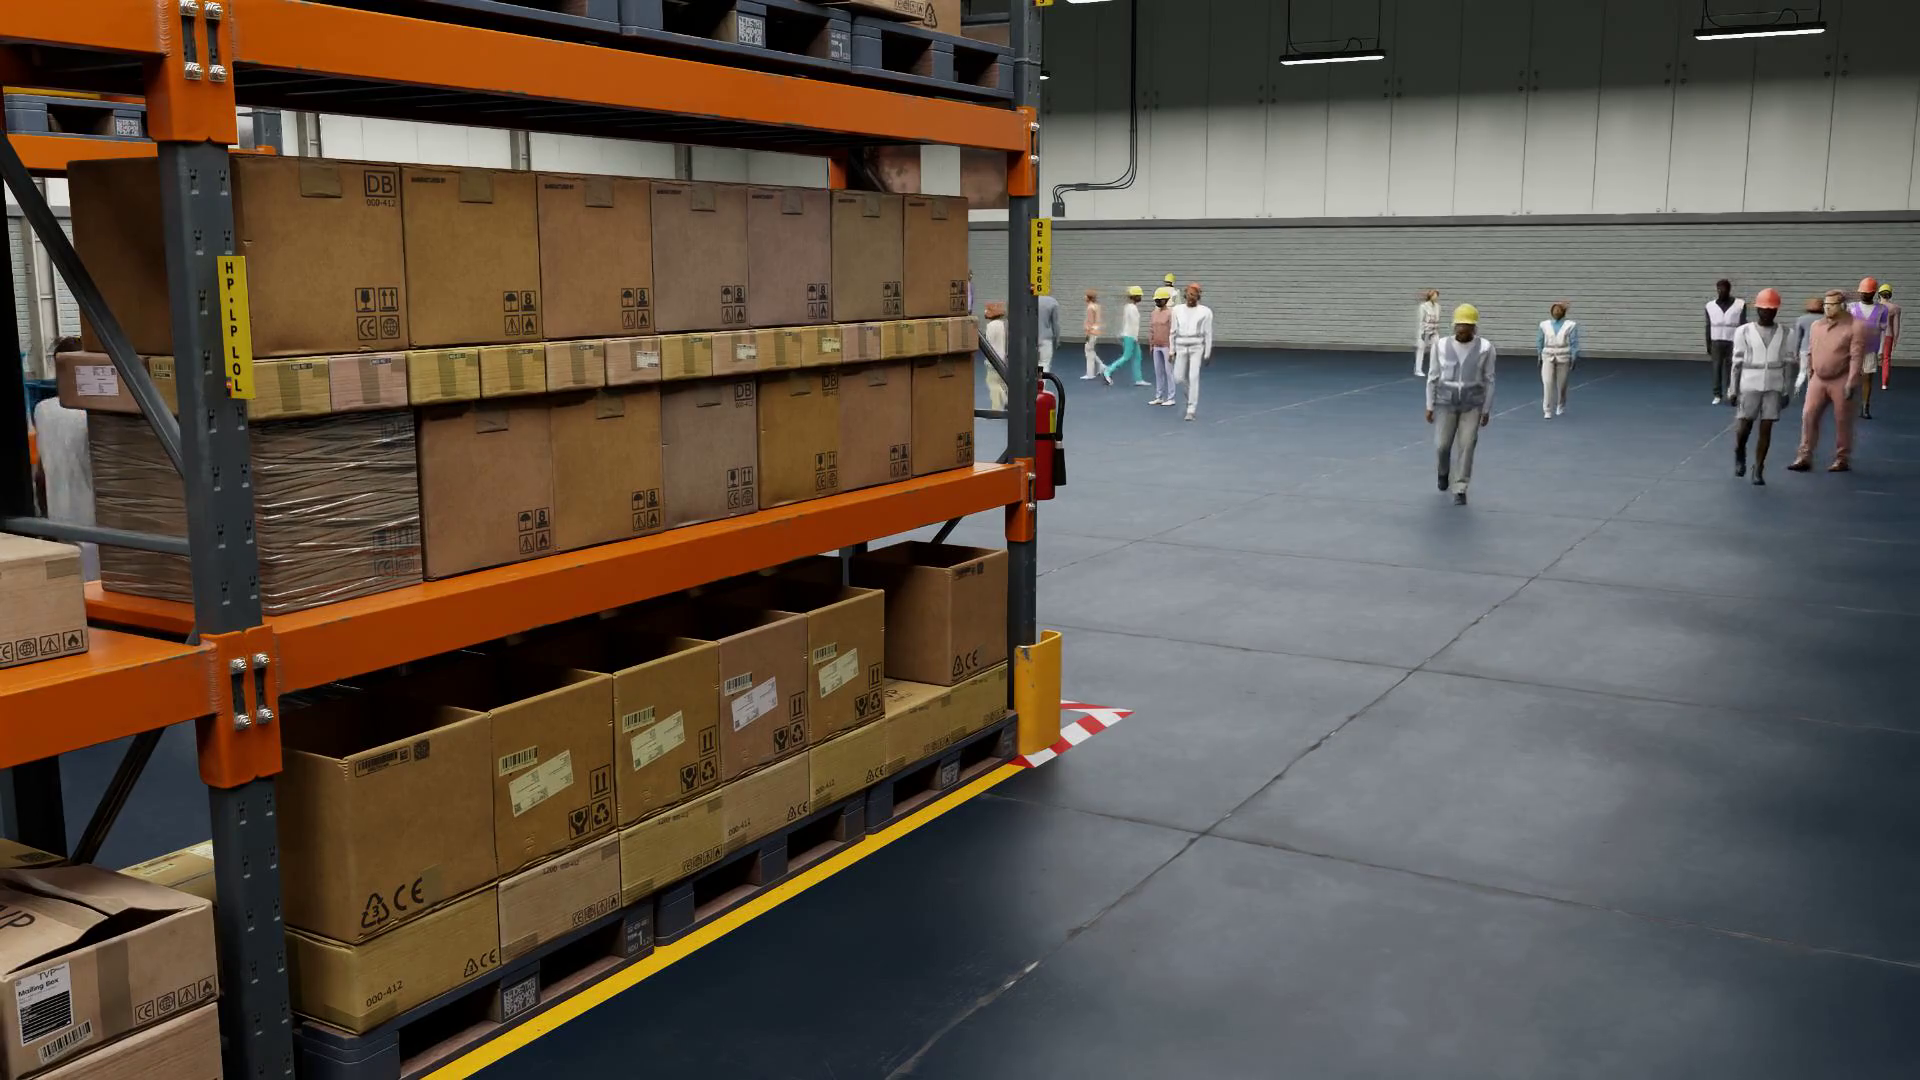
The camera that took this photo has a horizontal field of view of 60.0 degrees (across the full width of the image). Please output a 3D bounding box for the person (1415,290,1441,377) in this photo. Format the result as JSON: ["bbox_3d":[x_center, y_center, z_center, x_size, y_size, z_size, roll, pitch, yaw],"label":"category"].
[{"bbox_3d":[8.699,-3.789,30.574,0.544,1.597,0.839,-5,11,-26],"label":"person"}]

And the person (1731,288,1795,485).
[{"bbox_3d":[7.841,-1.500,16.281,0.542,1.923,0.474,3,10,15],"label":"person"}]

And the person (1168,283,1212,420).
[{"bbox_3d":[3.139,-2.562,22.650,0.598,1.865,0.461,4,11,23],"label":"person"}]

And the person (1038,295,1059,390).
[{"bbox_3d":[1.181,-3.042,25.321,0.642,1.922,0.749,2,10,11],"label":"person"}]

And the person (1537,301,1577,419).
[{"bbox_3d":[8.262,-2.498,23.016,0.522,1.616,0.740,4,11,24],"label":"person"}]

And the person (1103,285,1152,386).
[{"bbox_3d":[2.872,-3.499,28.530,0.795,1.739,0.532,0,10,1],"label":"person"}]

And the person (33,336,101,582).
[{"bbox_3d":[-4.213,-0.066,8.079,0.555,1.853,0.397,5,11,28],"label":"person"}]

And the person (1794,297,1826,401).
[{"bbox_3d":[12.821,-2.842,25.026,0.505,1.622,0.429,9,13,42],"label":"person"}]

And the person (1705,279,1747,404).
[{"bbox_3d":[11.605,-3.015,25.234,0.602,1.889,0.725,6,11,30],"label":"person"}]

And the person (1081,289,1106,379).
[{"bbox_3d":[2.385,-3.722,30.115,0.387,1.625,0.536,3,10,15],"label":"person"}]

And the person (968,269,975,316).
[{"bbox_3d":[0.175,-5.781,41.403,0.400,1.902,0.643,-3,10,-18],"label":"person"}]

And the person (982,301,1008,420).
[{"bbox_3d":[0.466,-2.439,22.651,0.373,1.621,0.500,3,10,18],"label":"person"}]

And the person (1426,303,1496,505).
[{"bbox_3d":[4.533,-1.239,15.085,0.592,1.811,0.570,3,10,19],"label":"person"}]

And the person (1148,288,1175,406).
[{"bbox_3d":[3.018,-2.881,24.843,0.345,1.756,0.518,-8,12,-39],"label":"person"}]

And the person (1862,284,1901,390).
[{"bbox_3d":[15.359,-3.378,27.746,0.526,1.761,0.332,4,10,20],"label":"person"}]

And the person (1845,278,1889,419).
[{"bbox_3d":[12.376,-2.617,22.782,0.547,1.930,0.382,4,11,23],"label":"person"}]

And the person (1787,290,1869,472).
[{"bbox_3d":[8.900,-1.614,17.072,0.861,1.872,0.676,-6,11,-32],"label":"person"}]

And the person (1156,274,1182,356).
[{"bbox_3d":[4.655,-4.999,37.009,0.586,1.835,0.403,4,11,23],"label":"person"}]
